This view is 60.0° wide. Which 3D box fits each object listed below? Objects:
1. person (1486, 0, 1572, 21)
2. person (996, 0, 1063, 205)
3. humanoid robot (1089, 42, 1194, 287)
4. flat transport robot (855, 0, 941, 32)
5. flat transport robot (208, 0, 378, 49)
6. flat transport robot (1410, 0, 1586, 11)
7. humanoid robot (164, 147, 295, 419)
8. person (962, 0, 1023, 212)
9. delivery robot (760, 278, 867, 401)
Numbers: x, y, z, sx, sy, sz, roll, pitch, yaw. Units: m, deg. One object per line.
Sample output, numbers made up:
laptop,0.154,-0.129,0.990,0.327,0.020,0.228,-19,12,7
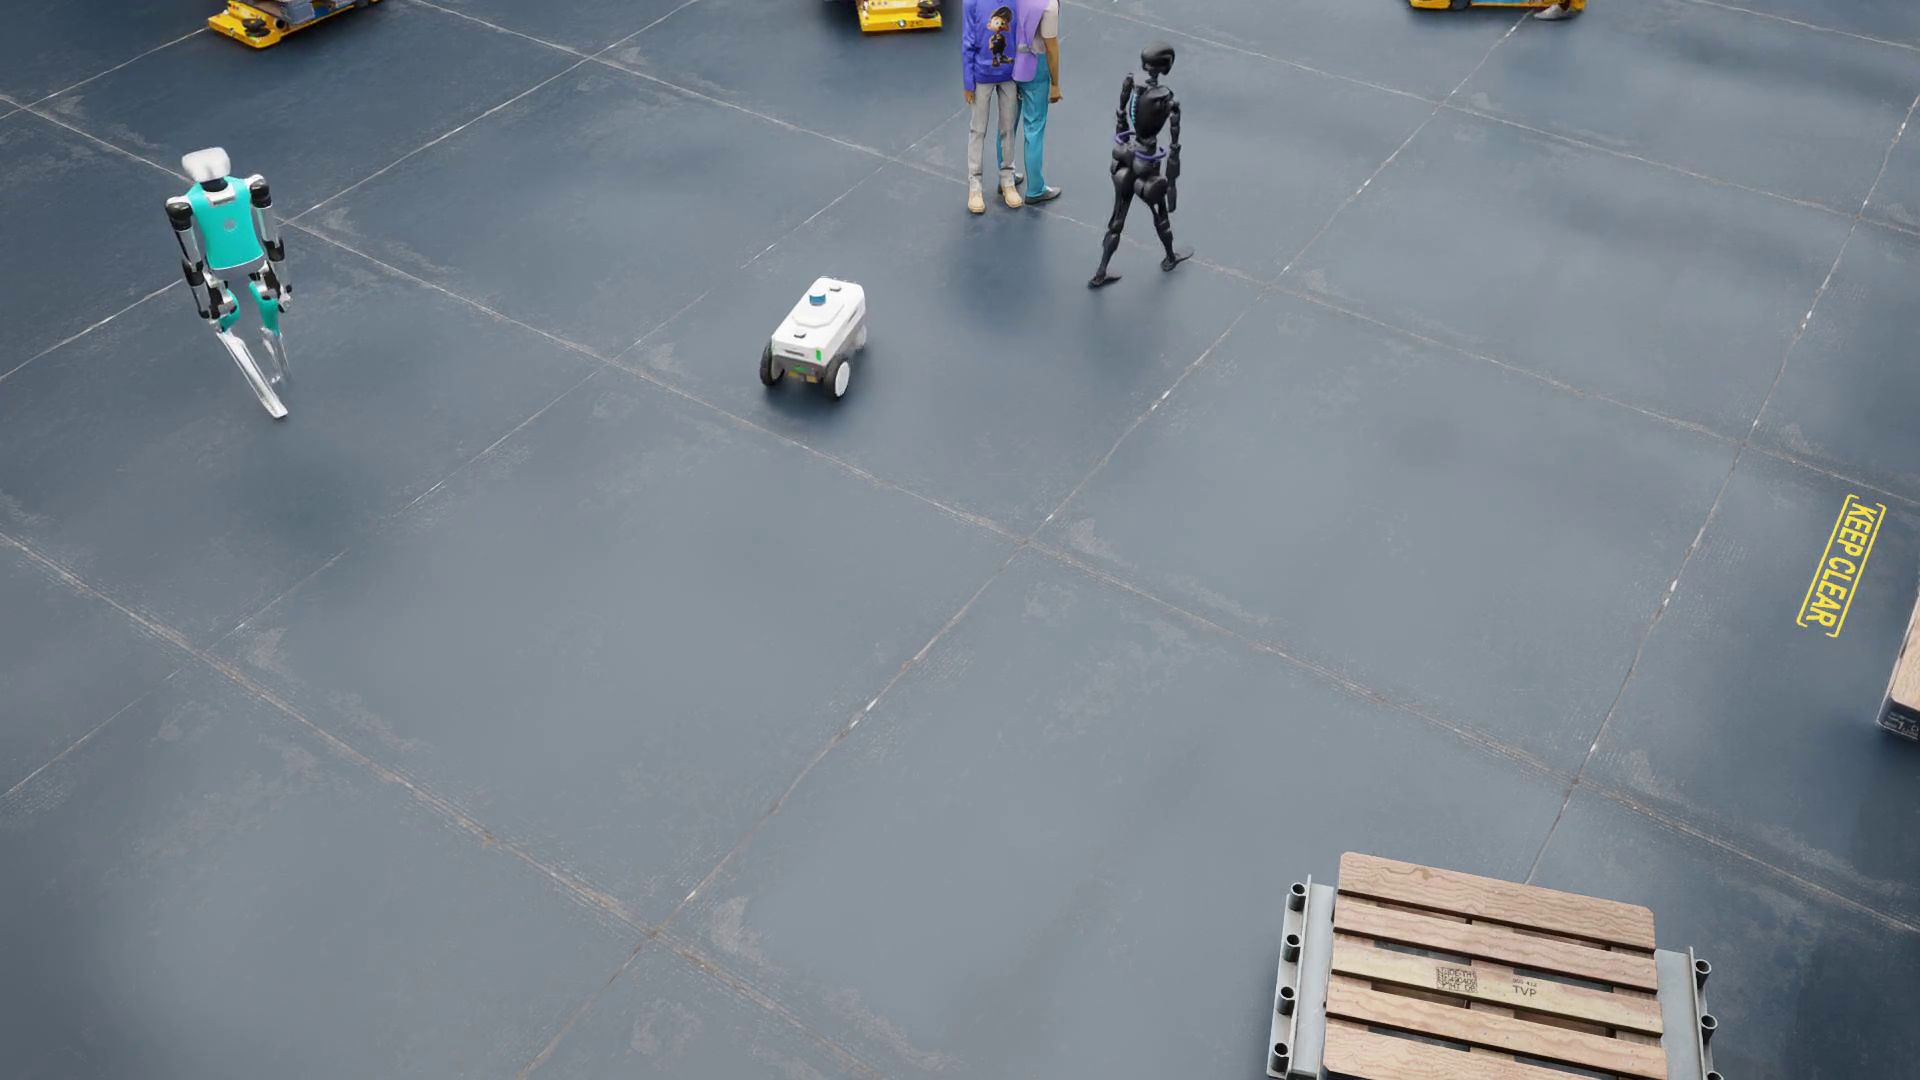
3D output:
person,4.662,-5.078,13.240,0.885,1.902,0.592,1,42,2
person,0.427,-3.117,11.085,0.562,1.844,0.391,31,50,30
humanoid robot,1.169,-2.370,10.405,0.751,1.627,0.605,-26,48,-26
flat transport robot,-0.584,-4.686,14.023,0.659,0.231,1.431,-6,42,-7
flat transport robot,-5.432,-4.487,13.801,0.659,0.231,1.431,27,48,27
flat transport robot,4.491,-4.702,14.041,1.431,0.231,0.659,1,42,1
humanoid robot,-4.056,-1.402,9.334,0.544,1.895,0.763,-27,48,-27
person,0.239,-3.070,11.013,0.460,1.875,0.341,-10,43,-11
delivery robot,-0.843,-1.236,9.938,0.499,0.582,0.773,14,44,15
